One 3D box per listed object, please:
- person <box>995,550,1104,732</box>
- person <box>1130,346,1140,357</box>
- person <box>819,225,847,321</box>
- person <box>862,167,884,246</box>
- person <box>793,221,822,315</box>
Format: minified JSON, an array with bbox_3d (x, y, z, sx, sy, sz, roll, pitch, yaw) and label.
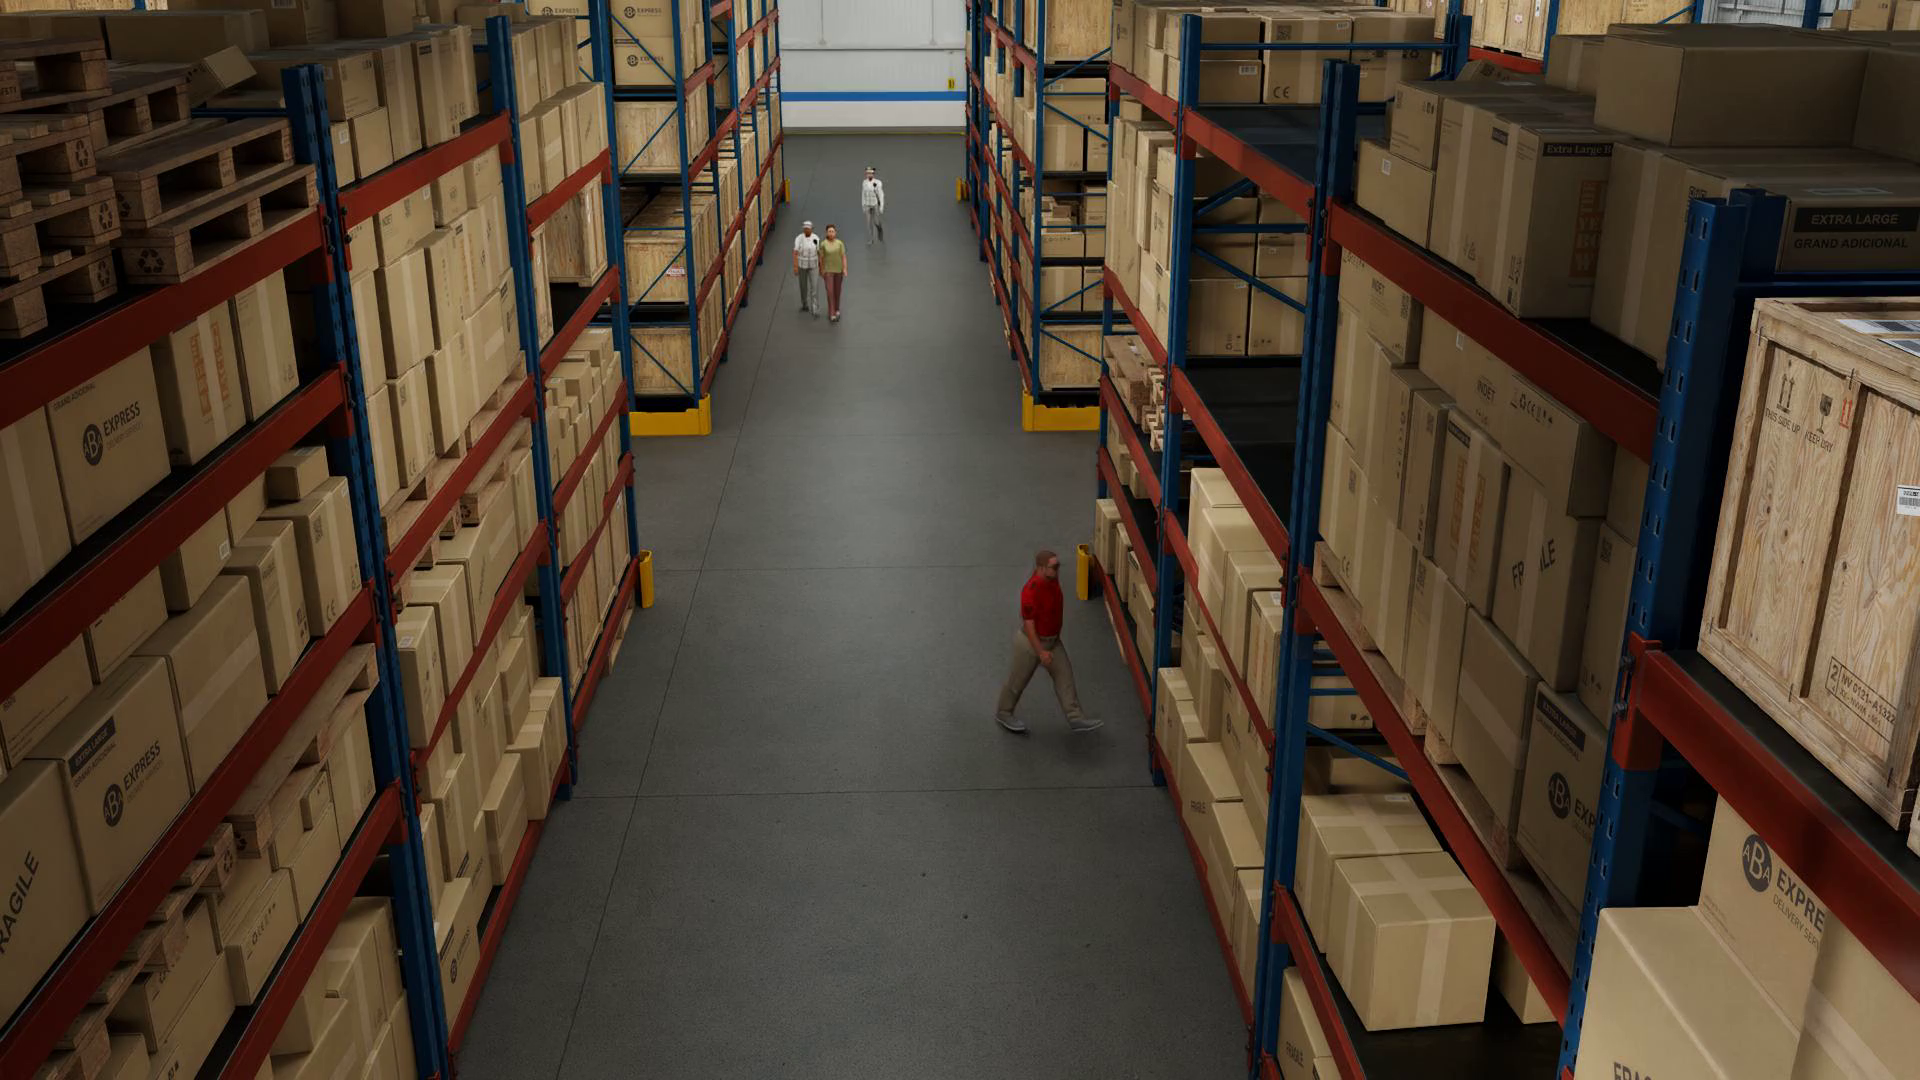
[{"bbox_3d":[0.751,0.882,14.201,0.972,1.676,0.541,14,25,33],"label":"person"},{"bbox_3d":[2.074,-1.585,20.706,0.363,1.795,0.553,-12,23,-29],"label":"person"},{"bbox_3d":[-2.194,-4.697,29.221,0.454,1.639,0.892,-7,21,-17],"label":"person"},{"bbox_3d":[-1.870,-7.228,35.939,0.502,1.687,0.534,5,21,14],"label":"person"},{"bbox_3d":[-2.719,-4.902,29.792,0.524,1.626,0.967,-4,21,-9],"label":"person"}]
